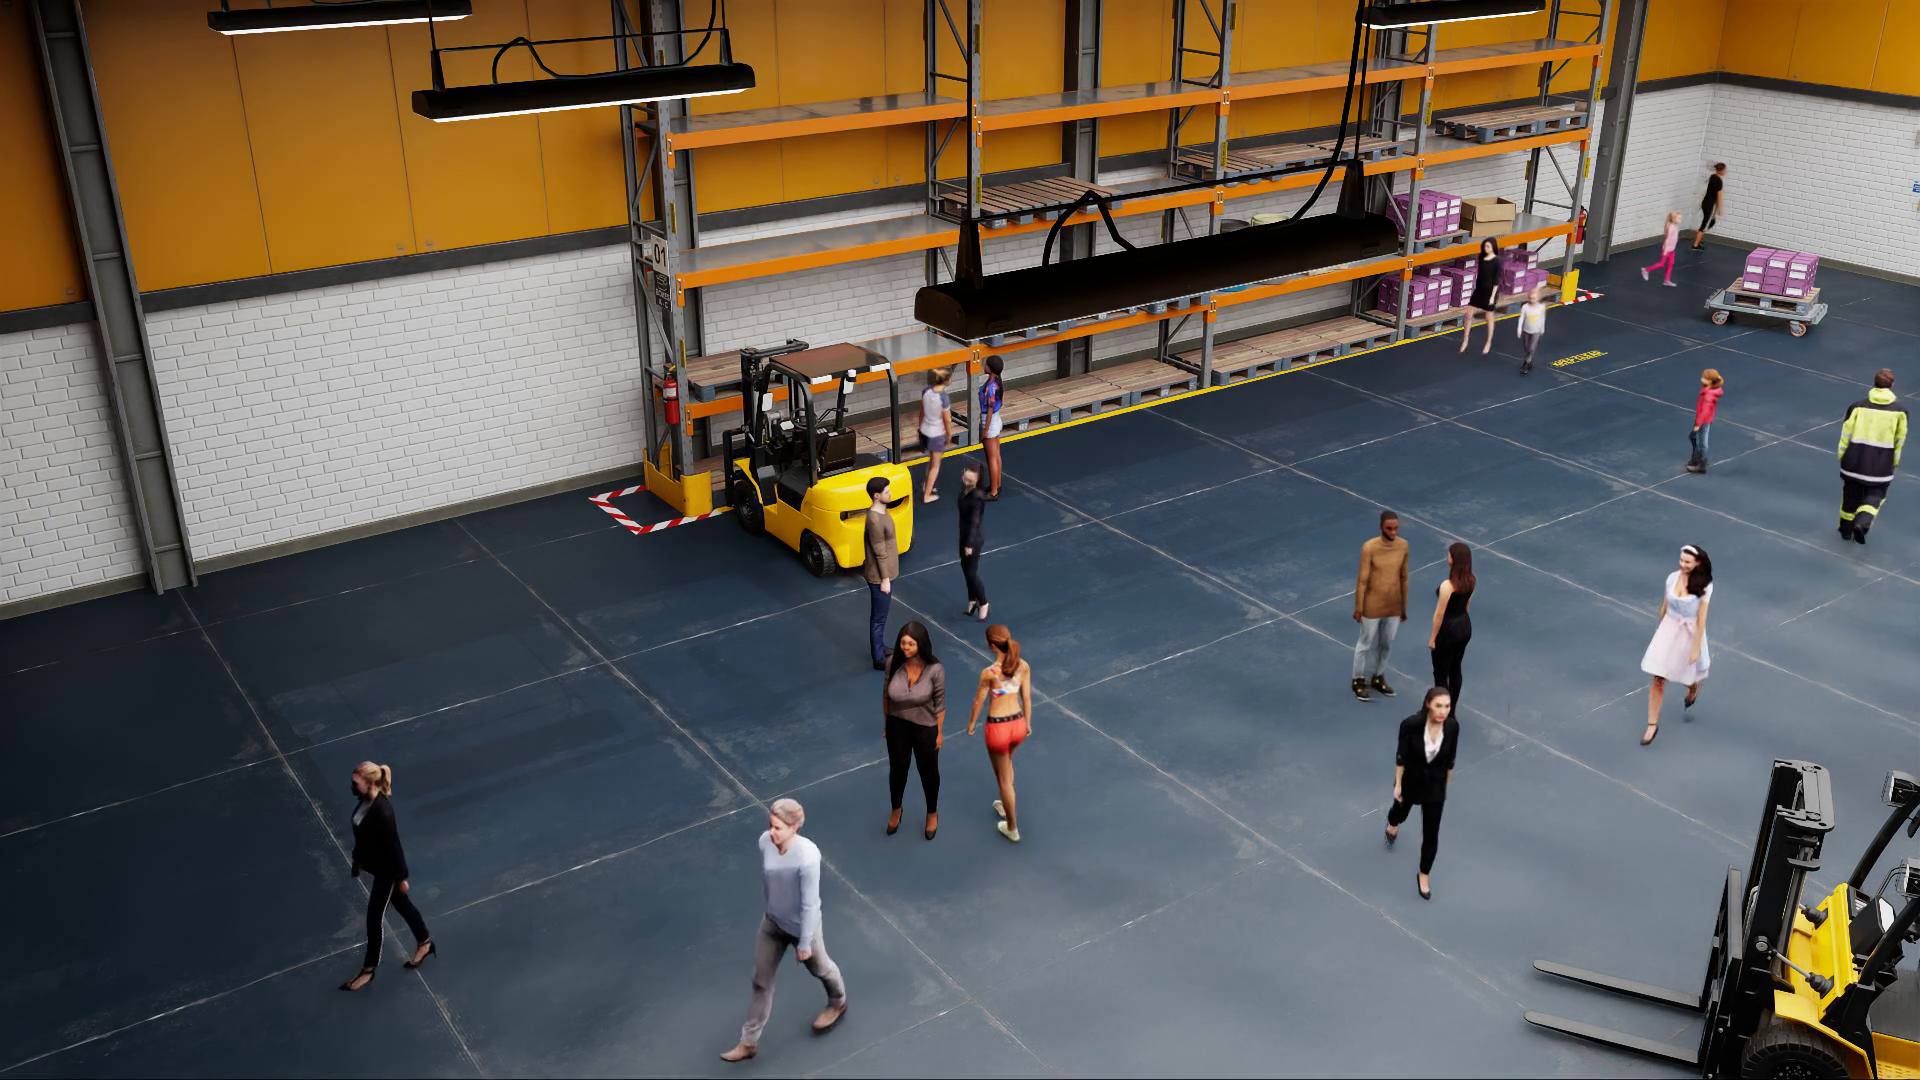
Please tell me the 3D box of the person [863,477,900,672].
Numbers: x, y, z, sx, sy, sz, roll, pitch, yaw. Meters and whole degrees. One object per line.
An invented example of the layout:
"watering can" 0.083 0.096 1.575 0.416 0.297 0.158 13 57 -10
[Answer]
"person" -0.738 0.295 15.420 0.761 1.889 0.744 -1 24 -2

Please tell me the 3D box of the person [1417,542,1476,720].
"person" 4.273 0.816 14.477 0.500 1.689 0.646 -17 29 -34

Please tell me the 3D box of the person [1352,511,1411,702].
"person" 3.764 0.565 14.894 0.596 1.814 0.757 -6 24 -15

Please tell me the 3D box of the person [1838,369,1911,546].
"person" 9.834 -0.866 17.982 0.989 1.964 1.108 13 27 28

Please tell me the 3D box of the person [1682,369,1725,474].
"person" 9.059 -1.428 20.084 0.680 1.309 0.594 9 25 21

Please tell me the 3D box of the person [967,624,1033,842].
"person" 0.386 1.519 12.776 0.711 1.763 0.673 -13 27 -28

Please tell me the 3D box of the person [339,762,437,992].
"person" -3.810 2.222 11.271 0.891 1.681 0.627 -15 28 -31

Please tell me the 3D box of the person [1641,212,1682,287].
"person" 11.944 -4.935 28.181 0.660 1.249 0.802 20 30 38

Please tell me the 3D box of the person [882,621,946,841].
"person" -0.358 1.458 12.818 0.751 1.842 0.800 6 24 13

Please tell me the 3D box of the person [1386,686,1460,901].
"person" 3.393 1.785 12.333 1.054 1.630 1.062 2 24 4

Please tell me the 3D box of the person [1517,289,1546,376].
"person" 8.192 -2.989 23.749 0.760 1.234 0.996 11 26 23

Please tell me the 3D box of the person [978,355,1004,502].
"person" 0.368 -1.311 19.275 0.725 1.743 0.658 5 24 11

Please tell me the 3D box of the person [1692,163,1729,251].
"person" 13.646 -6.080 30.321 0.822 1.634 0.779 -3 24 -8

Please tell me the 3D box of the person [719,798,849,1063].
"person" -0.995 2.427 10.606 0.951 1.837 1.318 17 29 34

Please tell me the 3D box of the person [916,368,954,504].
"person" -0.347 -1.197 19.188 0.622 1.604 0.659 19 30 37

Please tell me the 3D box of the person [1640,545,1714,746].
"person" 6.197 0.879 14.217 1.162 1.782 0.781 -21 31 -39

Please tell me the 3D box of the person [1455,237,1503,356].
"person" 7.767 -3.565 24.381 0.787 1.784 0.621 -15 28 -30

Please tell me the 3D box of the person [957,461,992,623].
"person" 0.090 -0.011 16.374 0.691 1.686 0.702 2 24 5
